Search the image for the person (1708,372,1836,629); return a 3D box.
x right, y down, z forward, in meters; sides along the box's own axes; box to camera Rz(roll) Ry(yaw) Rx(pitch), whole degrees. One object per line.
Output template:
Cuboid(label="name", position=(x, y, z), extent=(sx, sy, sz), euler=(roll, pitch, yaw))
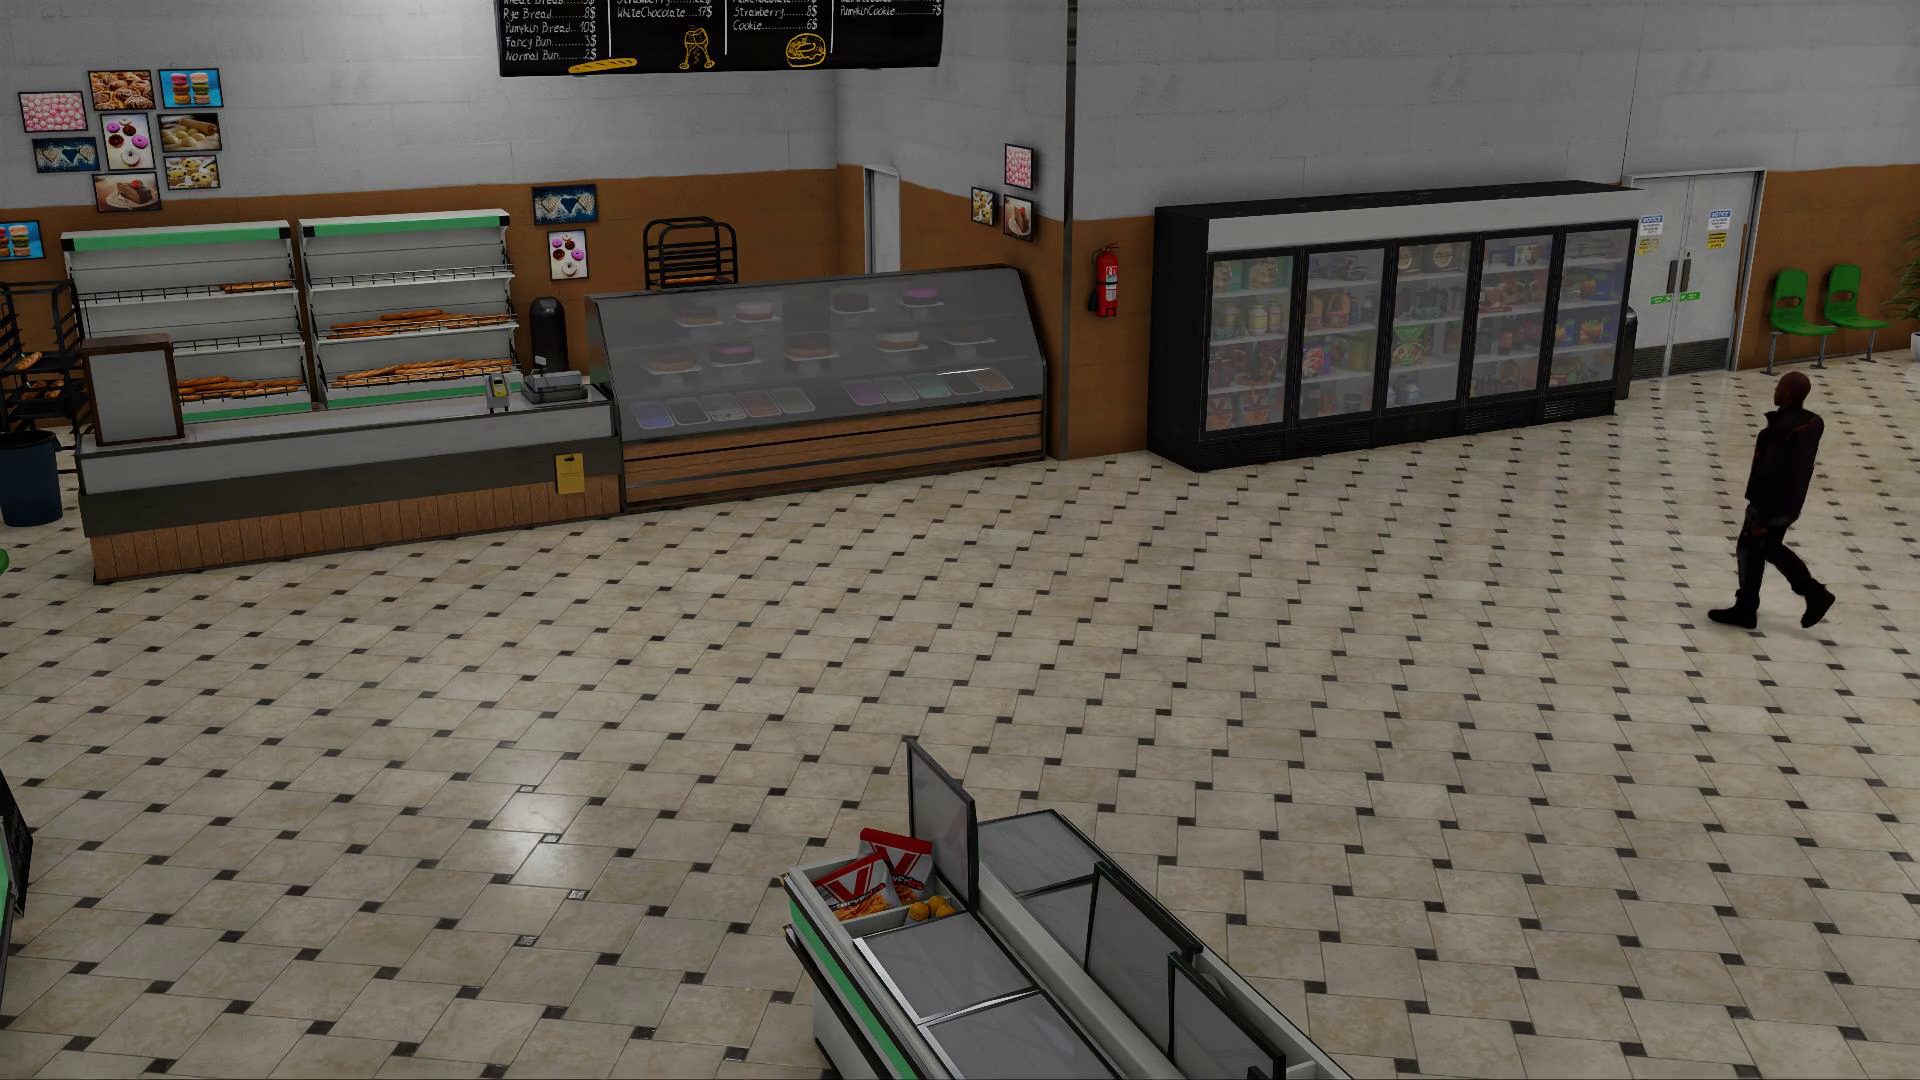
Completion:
Cuboid(label="person", position=(5.591, -0.223, 11.210), extent=(0.873, 1.806, 1.081), euler=(-16, 24, -39))
